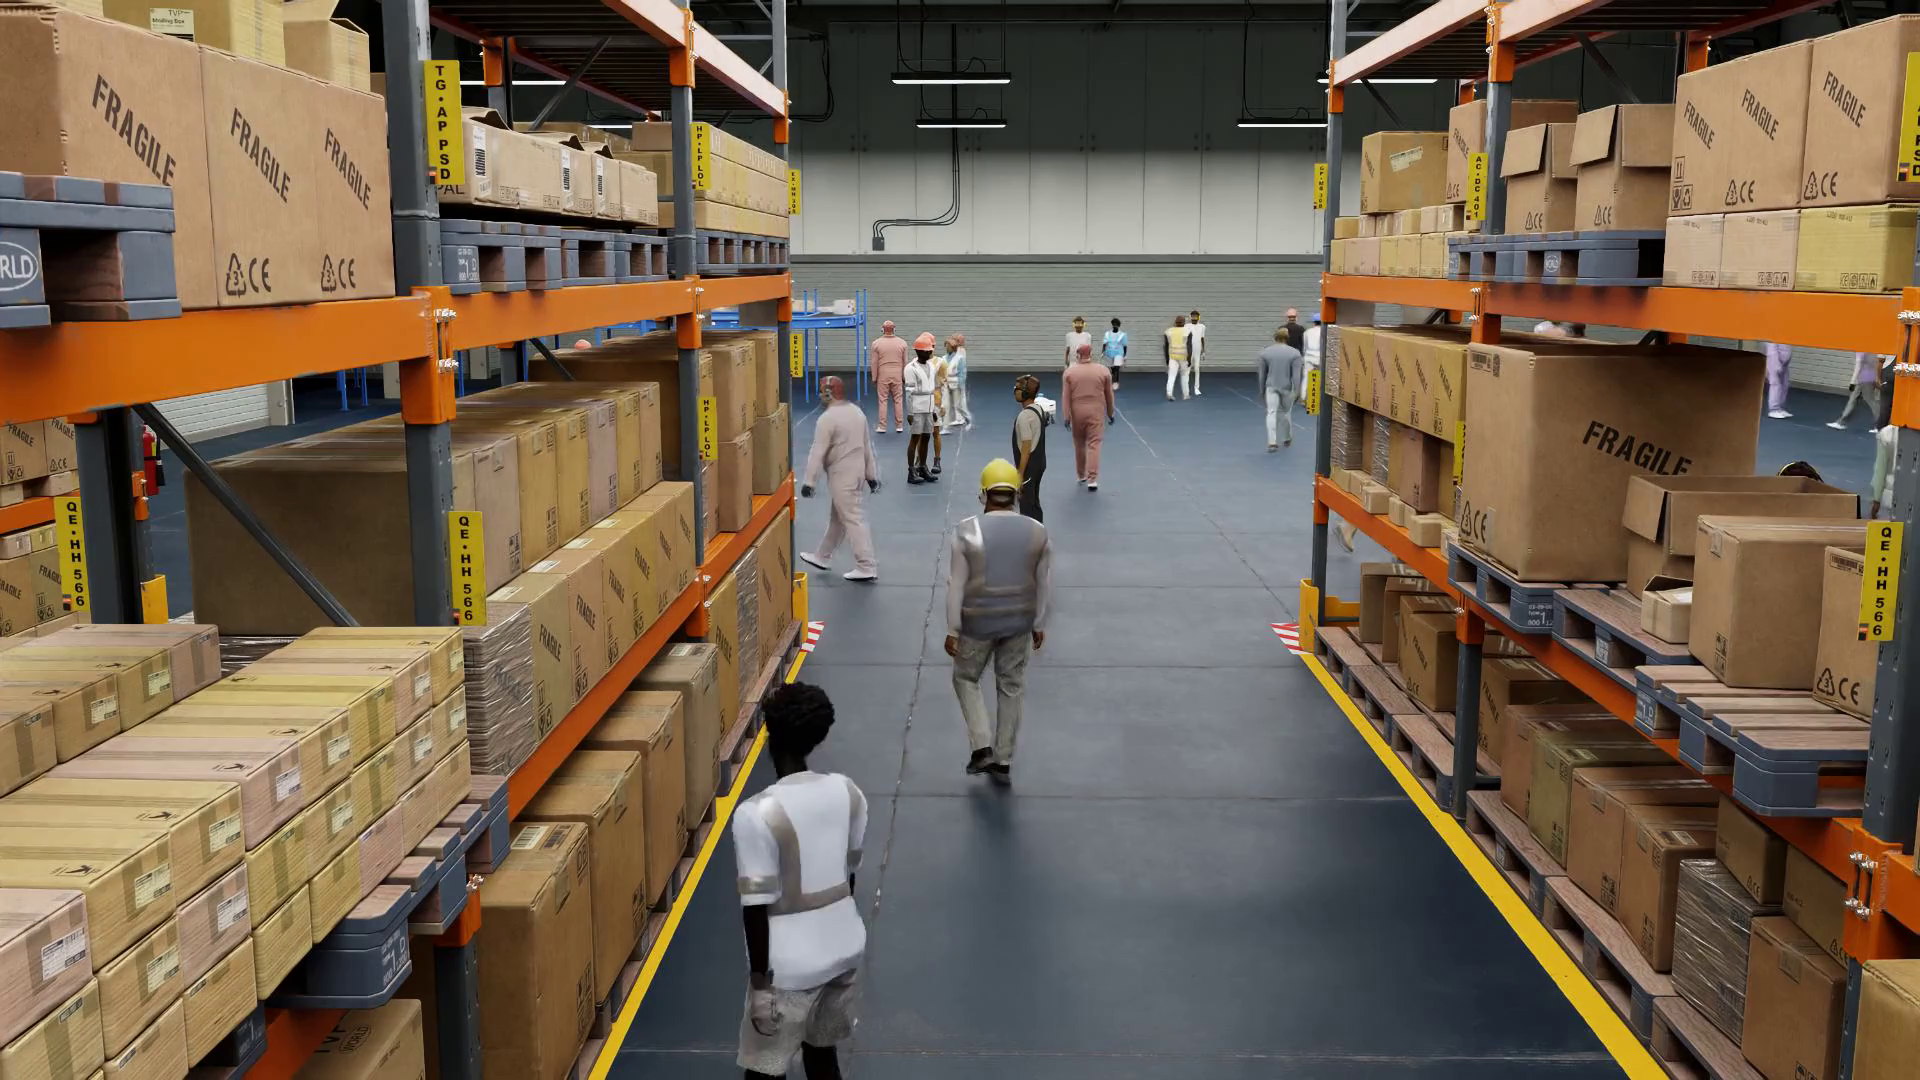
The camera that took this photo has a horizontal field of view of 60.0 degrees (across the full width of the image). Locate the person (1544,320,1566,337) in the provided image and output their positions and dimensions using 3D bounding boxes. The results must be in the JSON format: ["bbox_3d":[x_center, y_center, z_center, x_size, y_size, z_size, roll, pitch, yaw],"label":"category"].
[{"bbox_3d":[13.383,-4.200,37.472,0.536,1.711,0.963,8,12,38],"label":"person"}]

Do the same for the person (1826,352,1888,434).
[{"bbox_3d":[15.457,-2.767,28.460,1.023,1.858,0.597,9,13,42],"label":"person"}]

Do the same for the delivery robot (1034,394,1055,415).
[{"bbox_3d":[1.449,-2.388,29.940,0.477,0.478,0.707,5,11,26],"label":"delivery robot"}]

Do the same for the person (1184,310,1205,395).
[{"bbox_3d":[5.149,-4.130,36.613,0.521,1.865,0.328,0,9,1],"label":"person"}]

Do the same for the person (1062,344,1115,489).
[{"bbox_3d":[1.665,-1.615,21.582,0.666,1.843,1.019,1,10,7],"label":"person"}]

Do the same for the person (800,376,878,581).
[{"bbox_3d":[-1.160,-0.577,15.354,0.969,1.854,0.695,5,11,27],"label":"person"}]

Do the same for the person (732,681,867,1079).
[{"bbox_3d":[-0.469,1.258,4.933,0.405,1.658,0.599,7,12,36],"label":"person"}]

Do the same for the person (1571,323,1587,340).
[{"bbox_3d":[10.637,-2.812,28.591,0.660,1.900,0.620,-8,13,-41],"label":"person"}]

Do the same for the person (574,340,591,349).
[{"bbox_3d":[-4.700,-1.540,20.877,0.543,1.938,0.357,-1,10,-5],"label":"person"}]

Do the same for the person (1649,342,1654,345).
[{"bbox_3d":[11.327,-2.466,27.415,0.524,1.589,0.816,-7,12,-37],"label":"person"}]

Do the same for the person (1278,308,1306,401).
[{"bbox_3d":[6.938,-3.879,34.865,0.631,1.955,0.965,2,10,14],"label":"person"}]

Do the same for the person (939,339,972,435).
[{"bbox_3d":[-0.090,-2.603,28.187,0.517,1.618,0.661,7,12,38],"label":"person"}]

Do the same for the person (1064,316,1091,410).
[{"bbox_3d":[2.302,-3.433,32.446,0.548,1.859,0.385,1,10,8],"label":"person"}]

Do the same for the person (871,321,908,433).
[{"bbox_3d":[-1.210,-2.783,28.405,0.641,1.913,0.407,-3,10,-15],"label":"person"}]

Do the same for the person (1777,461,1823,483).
[{"bbox_3d":[4.383,0.506,8.821,0.520,1.873,0.335,1,10,6],"label":"person"}]

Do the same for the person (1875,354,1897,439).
[{"bbox_3d":[15.464,-2.657,27.386,0.679,2.000,0.536,4,10,24],"label":"person"}]

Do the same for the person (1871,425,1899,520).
[{"bbox_3d":[7.974,-0.351,13.923,1.020,1.900,0.631,-9,13,-43],"label":"person"}]

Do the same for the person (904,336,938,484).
[{"bbox_3d":[-0.486,-1.726,21.994,0.368,1.935,0.552,8,12,39],"label":"person"}]

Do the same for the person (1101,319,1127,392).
[{"bbox_3d":[3.491,-4.173,37.530,0.537,1.645,0.923,5,11,26],"label":"person"}]

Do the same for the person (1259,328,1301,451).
[{"bbox_3d":[4.992,-2.355,25.912,0.651,1.882,1.003,4,10,21],"label":"person"}]

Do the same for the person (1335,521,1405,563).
[{"bbox_3d":[4.138,-0.795,16.241,0.917,2.014,0.609,6,11,32],"label":"person"}]

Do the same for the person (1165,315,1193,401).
[{"bbox_3d":[4.604,-3.848,35.132,0.644,1.801,0.954,5,11,27],"label":"person"}]

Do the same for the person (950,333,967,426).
[{"bbox_3d":[-0.028,-2.878,29.783,0.308,1.641,0.514,2,10,13],"label":"person"}]

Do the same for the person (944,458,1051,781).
[{"bbox_3d":[0.209,0.457,9.267,0.625,1.820,0.421,-3,10,-17],"label":"person"}]

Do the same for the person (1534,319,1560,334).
[{"bbox_3d":[13.622,-4.453,38.738,0.620,1.796,0.789,1,10,5],"label":"person"}]

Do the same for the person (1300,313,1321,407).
[{"bbox_3d":[7.185,-3.637,33.617,0.613,1.889,1.019,7,12,38],"label":"person"}]

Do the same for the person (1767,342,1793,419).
[{"bbox_3d":[15.343,-3.232,31.130,0.675,1.905,0.427,-8,12,-40],"label":"person"}]

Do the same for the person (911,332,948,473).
[{"bbox_3d":[-0.452,-1.904,23.058,0.552,1.937,0.356,3,10,17],"label":"person"}]

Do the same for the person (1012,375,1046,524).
[{"bbox_3d":[0.636,-0.646,15.799,0.345,1.847,0.506,3,10,17],"label":"person"}]
